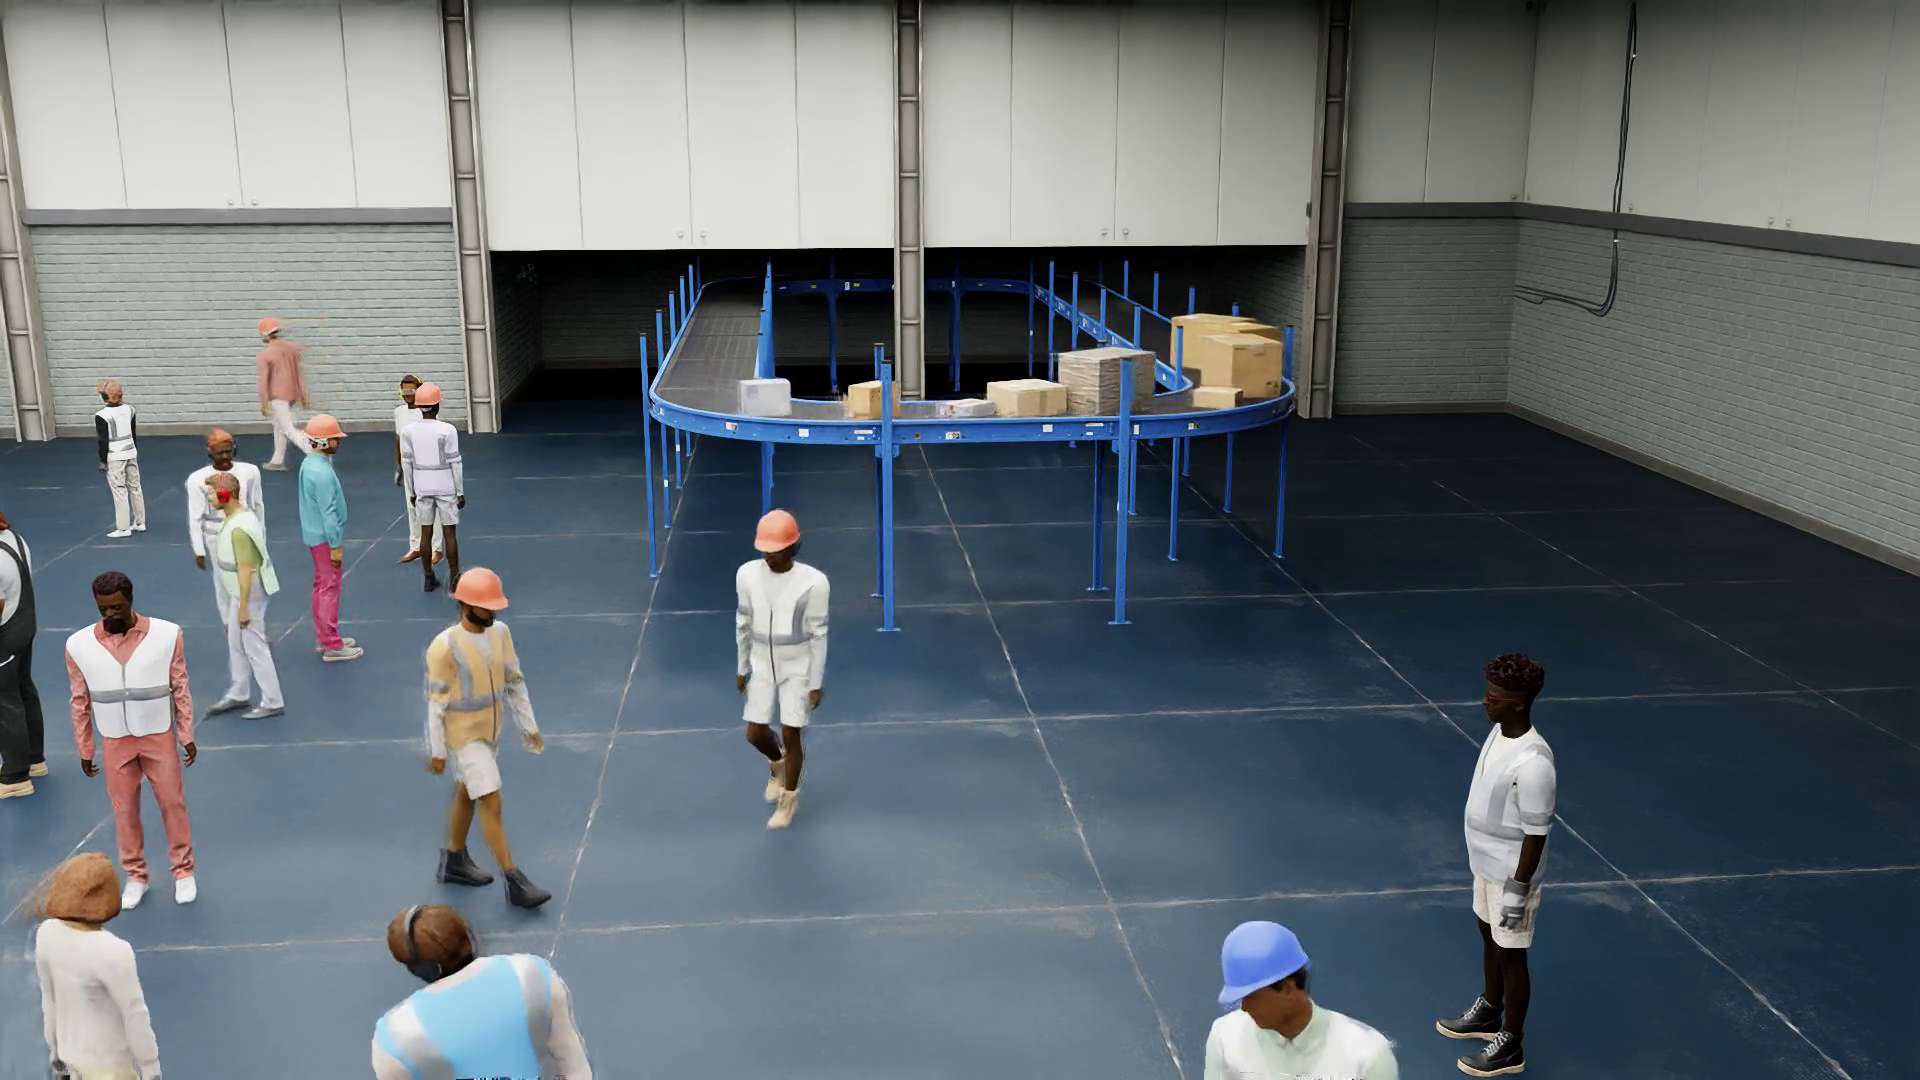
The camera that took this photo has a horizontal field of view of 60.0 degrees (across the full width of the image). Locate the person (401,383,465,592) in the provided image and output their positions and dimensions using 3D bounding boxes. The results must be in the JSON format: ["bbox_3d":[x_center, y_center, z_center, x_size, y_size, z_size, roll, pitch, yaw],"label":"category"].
[{"bbox_3d":[-4.807,-0.476,15.258,0.543,1.942,0.353,1,14,6],"label":"person"}]

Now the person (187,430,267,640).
[{"bbox_3d":[-5.950,0.009,13.553,0.595,1.831,1.012,-9,17,-33],"label":"person"}]

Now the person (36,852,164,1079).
[{"bbox_3d":[-3.279,1.953,6.244,0.503,1.598,0.801,8,16,30],"label":"person"}]

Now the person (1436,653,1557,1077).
[{"bbox_3d":[2.447,1.451,7.502,0.368,1.966,0.602,0,14,1],"label":"person"}]

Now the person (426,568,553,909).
[{"bbox_3d":[-2.557,1.076,9.135,0.925,1.889,0.566,6,15,23],"label":"person"}]

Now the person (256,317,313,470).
[{"bbox_3d":[-8.268,-1.766,20.436,0.980,1.950,0.627,4,15,17],"label":"person"}]

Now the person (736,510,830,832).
[{"bbox_3d":[-1.077,0.781,10.080,0.641,2.015,0.565,4,15,16],"label":"person"}]

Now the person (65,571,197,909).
[{"bbox_3d":[-4.514,1.082,9.111,0.597,1.904,0.407,-5,15,-19],"label":"person"}]

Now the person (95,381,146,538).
[{"bbox_3d":[-8.762,-0.843,17.342,0.307,1.641,0.512,3,14,14],"label":"person"}]

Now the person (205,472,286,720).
[{"bbox_3d":[-5.177,0.407,11.967,0.530,1.824,0.635,-7,16,-26],"label":"person"}]

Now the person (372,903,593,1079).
[{"bbox_3d":[-1.591,2.022,5.571,0.699,1.793,0.596,-11,18,-37],"label":"person"}]

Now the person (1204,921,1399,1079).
[{"bbox_3d":[1.062,2.067,5.176,0.667,1.904,0.462,6,15,22],"label":"person"}]

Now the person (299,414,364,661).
[{"bbox_3d":[-5.064,-0.022,13.357,0.406,1.988,0.620,-8,16,-31],"label":"person"}]

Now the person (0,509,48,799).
[{"bbox_3d":[-6.202,0.632,10.628,0.539,2.000,0.689,-3,14,-12],"label":"person"}]

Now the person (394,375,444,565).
[{"bbox_3d":[-5.300,-0.685,16.230,0.532,1.876,0.319,4,15,17],"label":"person"}]
